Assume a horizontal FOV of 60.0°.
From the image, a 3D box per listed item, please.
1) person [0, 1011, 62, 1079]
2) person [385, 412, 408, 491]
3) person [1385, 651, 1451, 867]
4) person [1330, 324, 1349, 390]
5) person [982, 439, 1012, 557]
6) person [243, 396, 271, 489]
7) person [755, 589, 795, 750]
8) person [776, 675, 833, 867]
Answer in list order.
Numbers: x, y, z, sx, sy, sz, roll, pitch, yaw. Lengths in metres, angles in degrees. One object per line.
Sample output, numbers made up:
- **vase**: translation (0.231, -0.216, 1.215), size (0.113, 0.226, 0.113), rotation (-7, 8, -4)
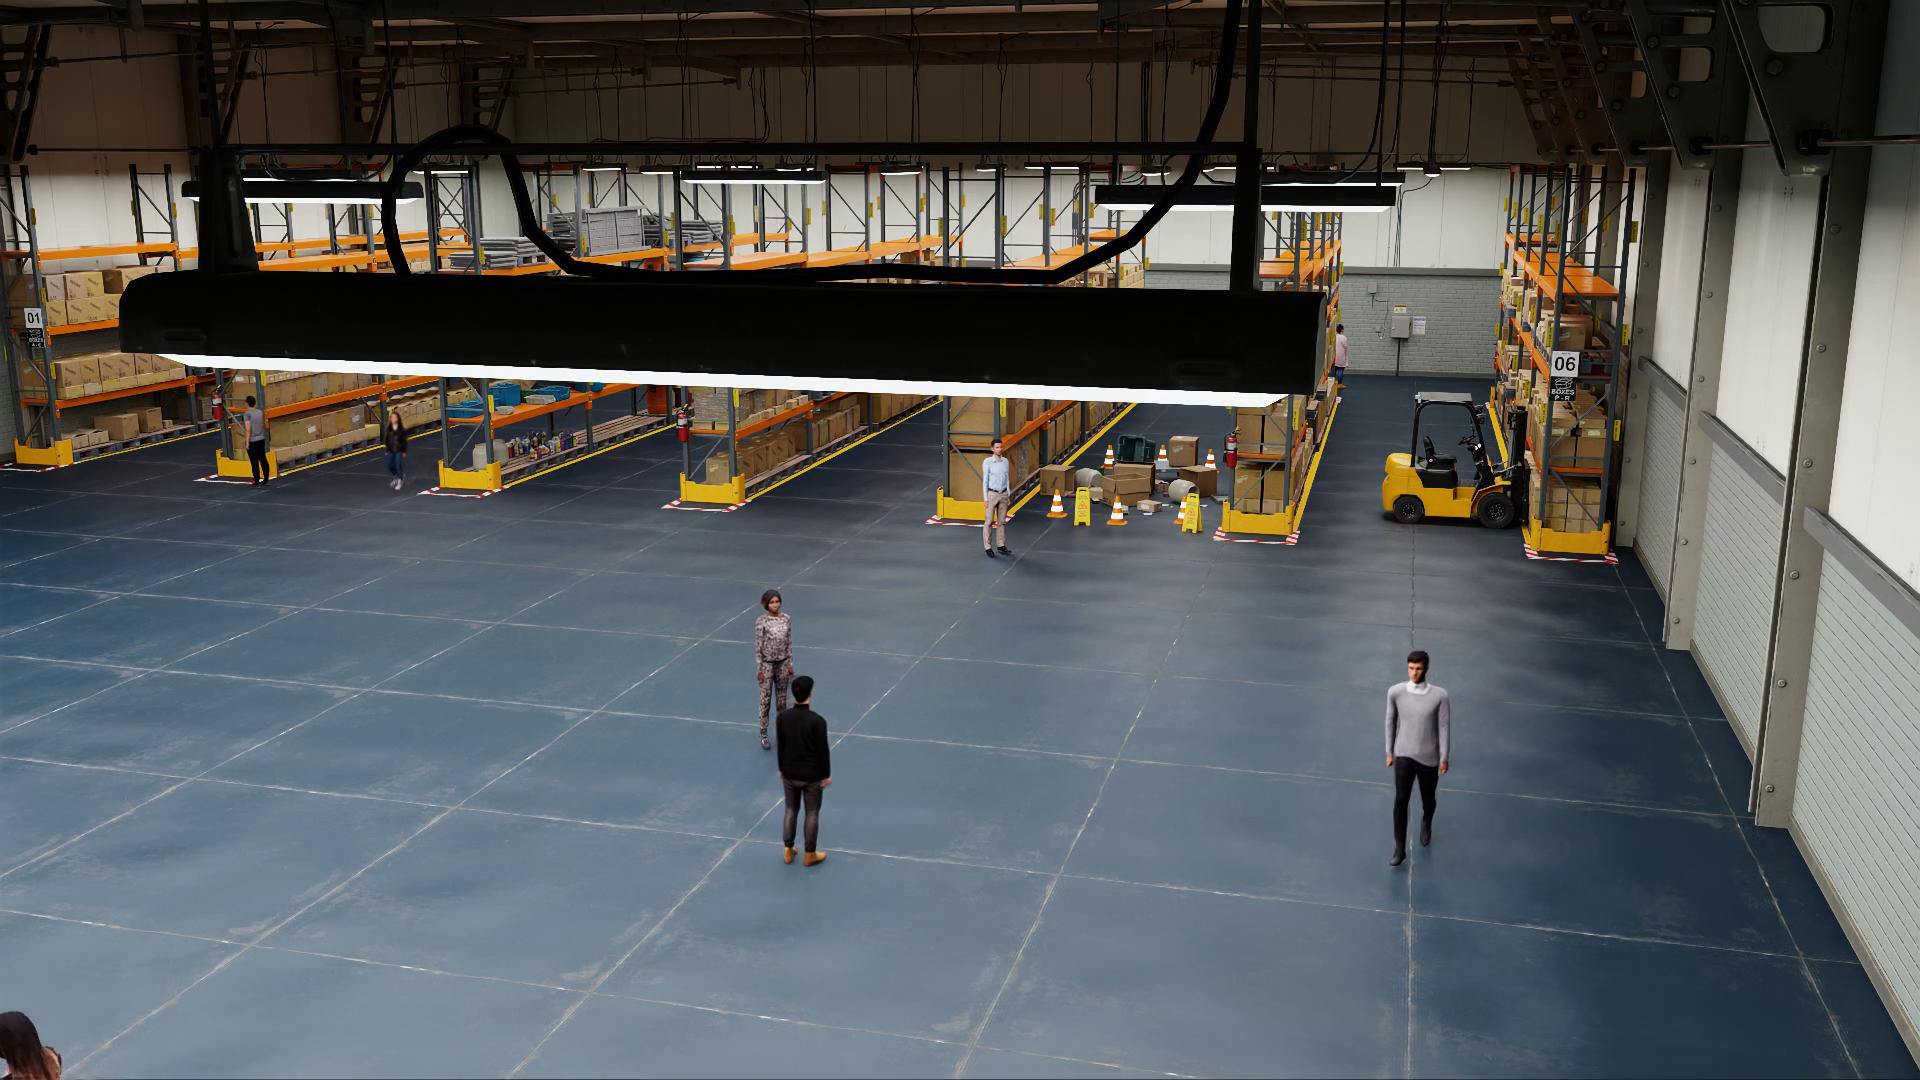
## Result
- **person**: translation (-4.967, 3.374, 9.092), size (0.783, 1.704, 0.766), rotation (1, 13, 5)
- **person**: translation (-10.688, -1.708, 31.543), size (0.638, 1.477, 0.665), rotation (2, 13, 8)
- **person**: translation (4.143, 1.904, 14.971), size (0.853, 1.916, 1.237), rotation (5, 14, 22)
- **person**: translation (10.276, -4.999, 45.164), size (0.822, 1.743, 0.796), rotation (-11, 17, -39)
- **person**: translation (0.579, -0.694, 26.344), size (0.753, 1.847, 0.809), rotation (-7, 15, -28)
- **person**: translation (-13.437, -1.887, 31.701), size (0.686, 1.754, 0.493), rotation (4, 14, 18)
- **person**: translation (-1.988, 1.364, 17.754), size (0.683, 1.713, 0.741), rotation (-7, 15, -28)
- **person**: translation (-1.392, 2.047, 14.795), size (0.657, 1.718, 0.532), rotation (5, 14, 20)
